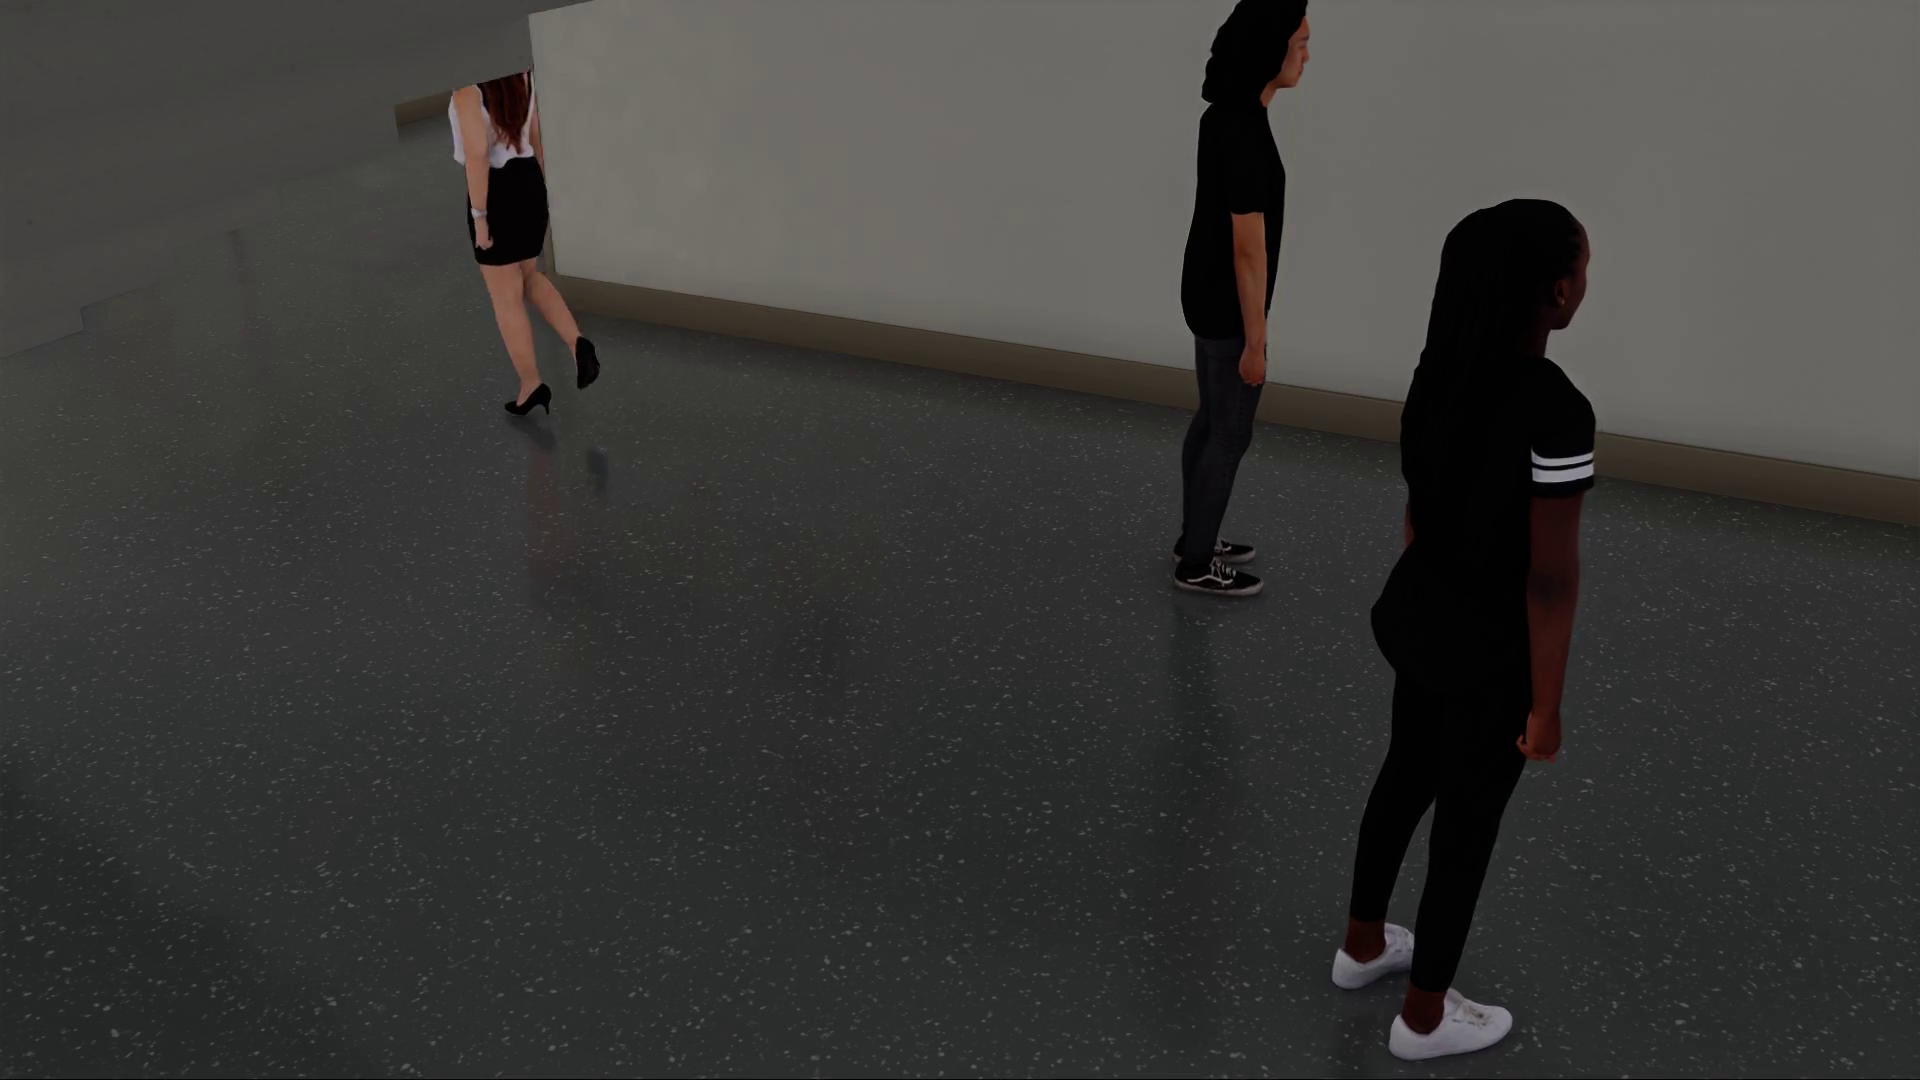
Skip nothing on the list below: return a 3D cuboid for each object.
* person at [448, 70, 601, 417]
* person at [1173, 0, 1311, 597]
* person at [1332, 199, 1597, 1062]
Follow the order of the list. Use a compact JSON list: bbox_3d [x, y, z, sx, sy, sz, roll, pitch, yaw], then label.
[{"bbox_3d":[-1.624,-1.222,6.231,0.697,1.638,0.554,11,28,22],"label":"person"},{"bbox_3d":[0.784,-0.704,4.930,0.708,1.824,0.715,-2,26,-3],"label":"person"},{"bbox_3d":[0.962,0.209,3.160,0.746,1.729,0.692,-8,27,-16],"label":"person"}]
